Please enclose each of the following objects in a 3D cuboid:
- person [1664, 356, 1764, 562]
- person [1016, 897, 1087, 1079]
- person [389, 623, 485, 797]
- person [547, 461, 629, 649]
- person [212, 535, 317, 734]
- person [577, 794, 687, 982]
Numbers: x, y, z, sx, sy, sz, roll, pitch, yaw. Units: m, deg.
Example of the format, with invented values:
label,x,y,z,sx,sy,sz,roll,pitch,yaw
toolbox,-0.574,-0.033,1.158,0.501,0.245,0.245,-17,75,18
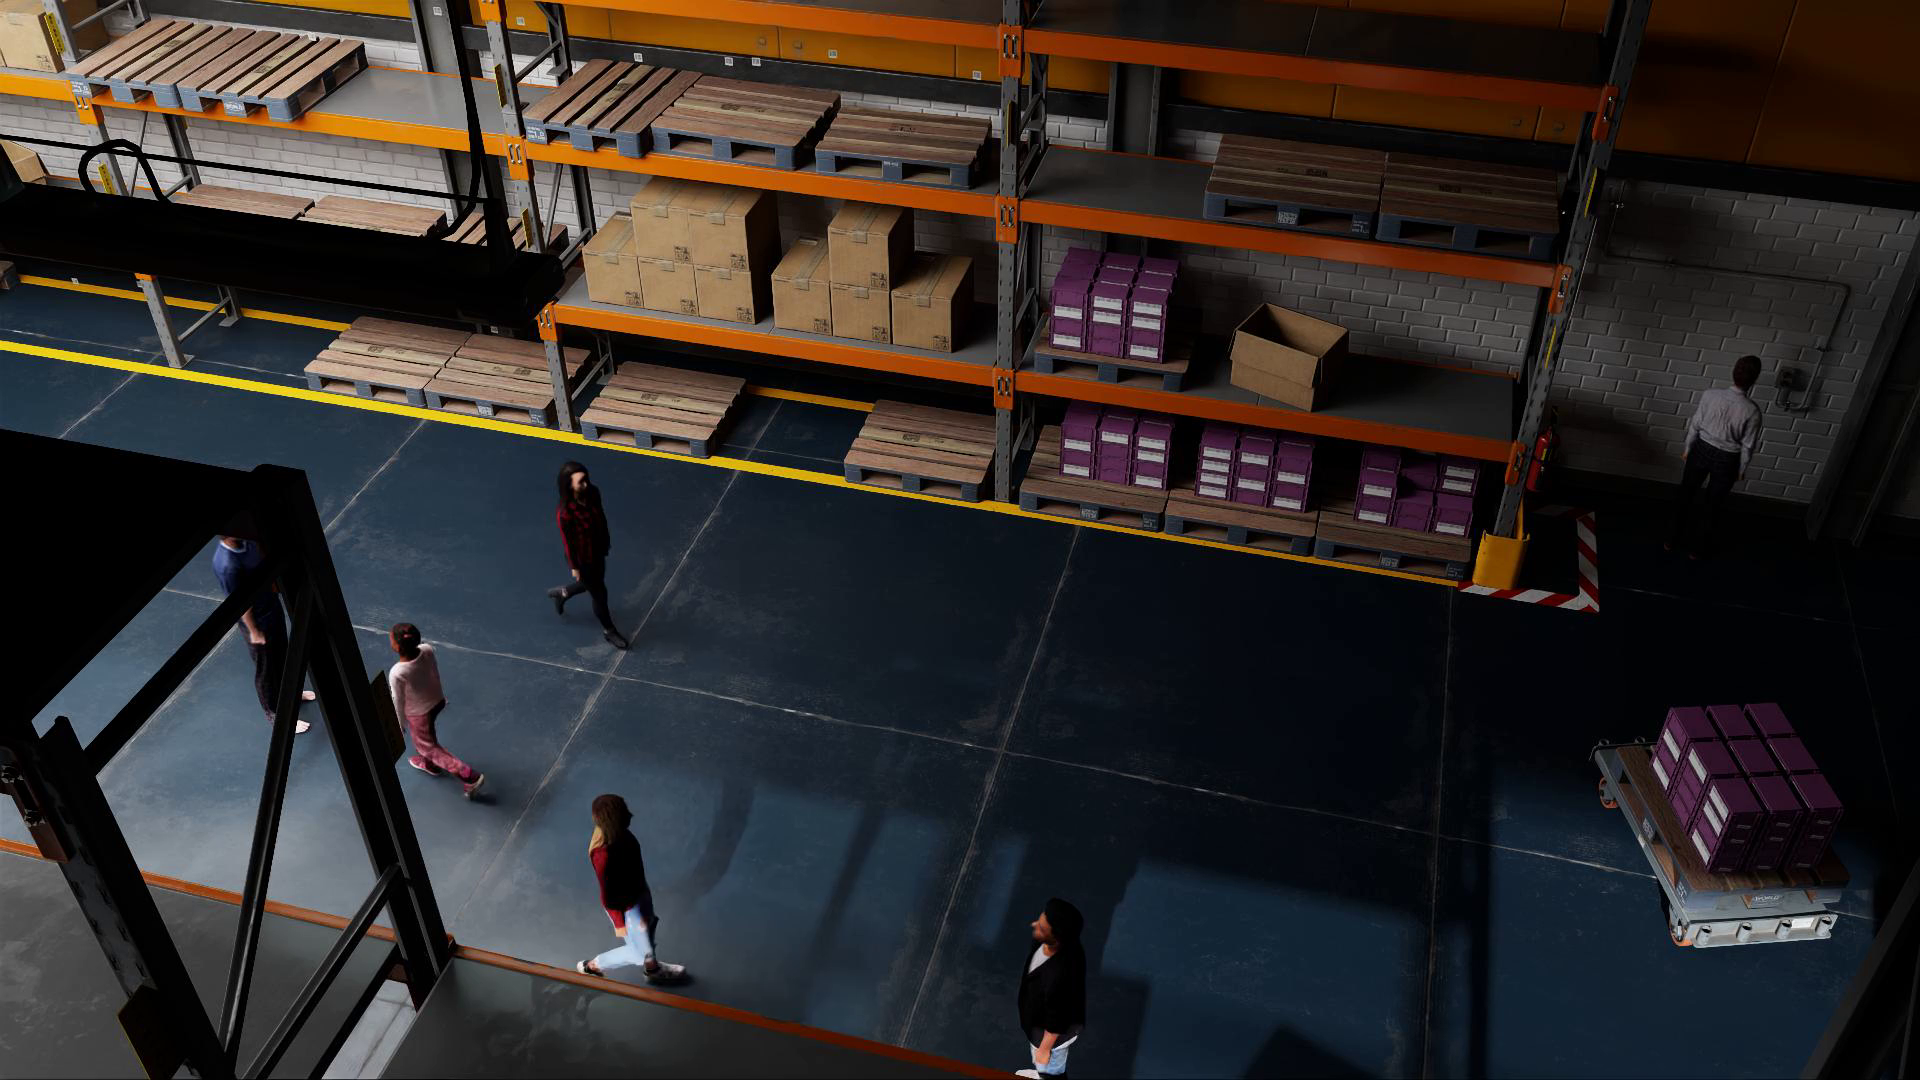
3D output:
label,x,y,z,sx,sy,sz,roll,pitch,yaw
person,5.887,-0.651,12.957,0.668,1.820,0.800,30,47,32
person,0.504,2.540,8.964,0.664,1.818,0.735,2,39,3
person,-3.518,1.131,11.041,0.942,1.427,0.608,14,41,17
person,-2.801,0.087,12.180,0.973,1.637,0.699,17,42,20
person,-4.838,0.514,11.457,0.676,1.872,0.725,-3,39,-4
person,-2.013,2.089,9.685,0.916,1.622,0.741,0,39,0
